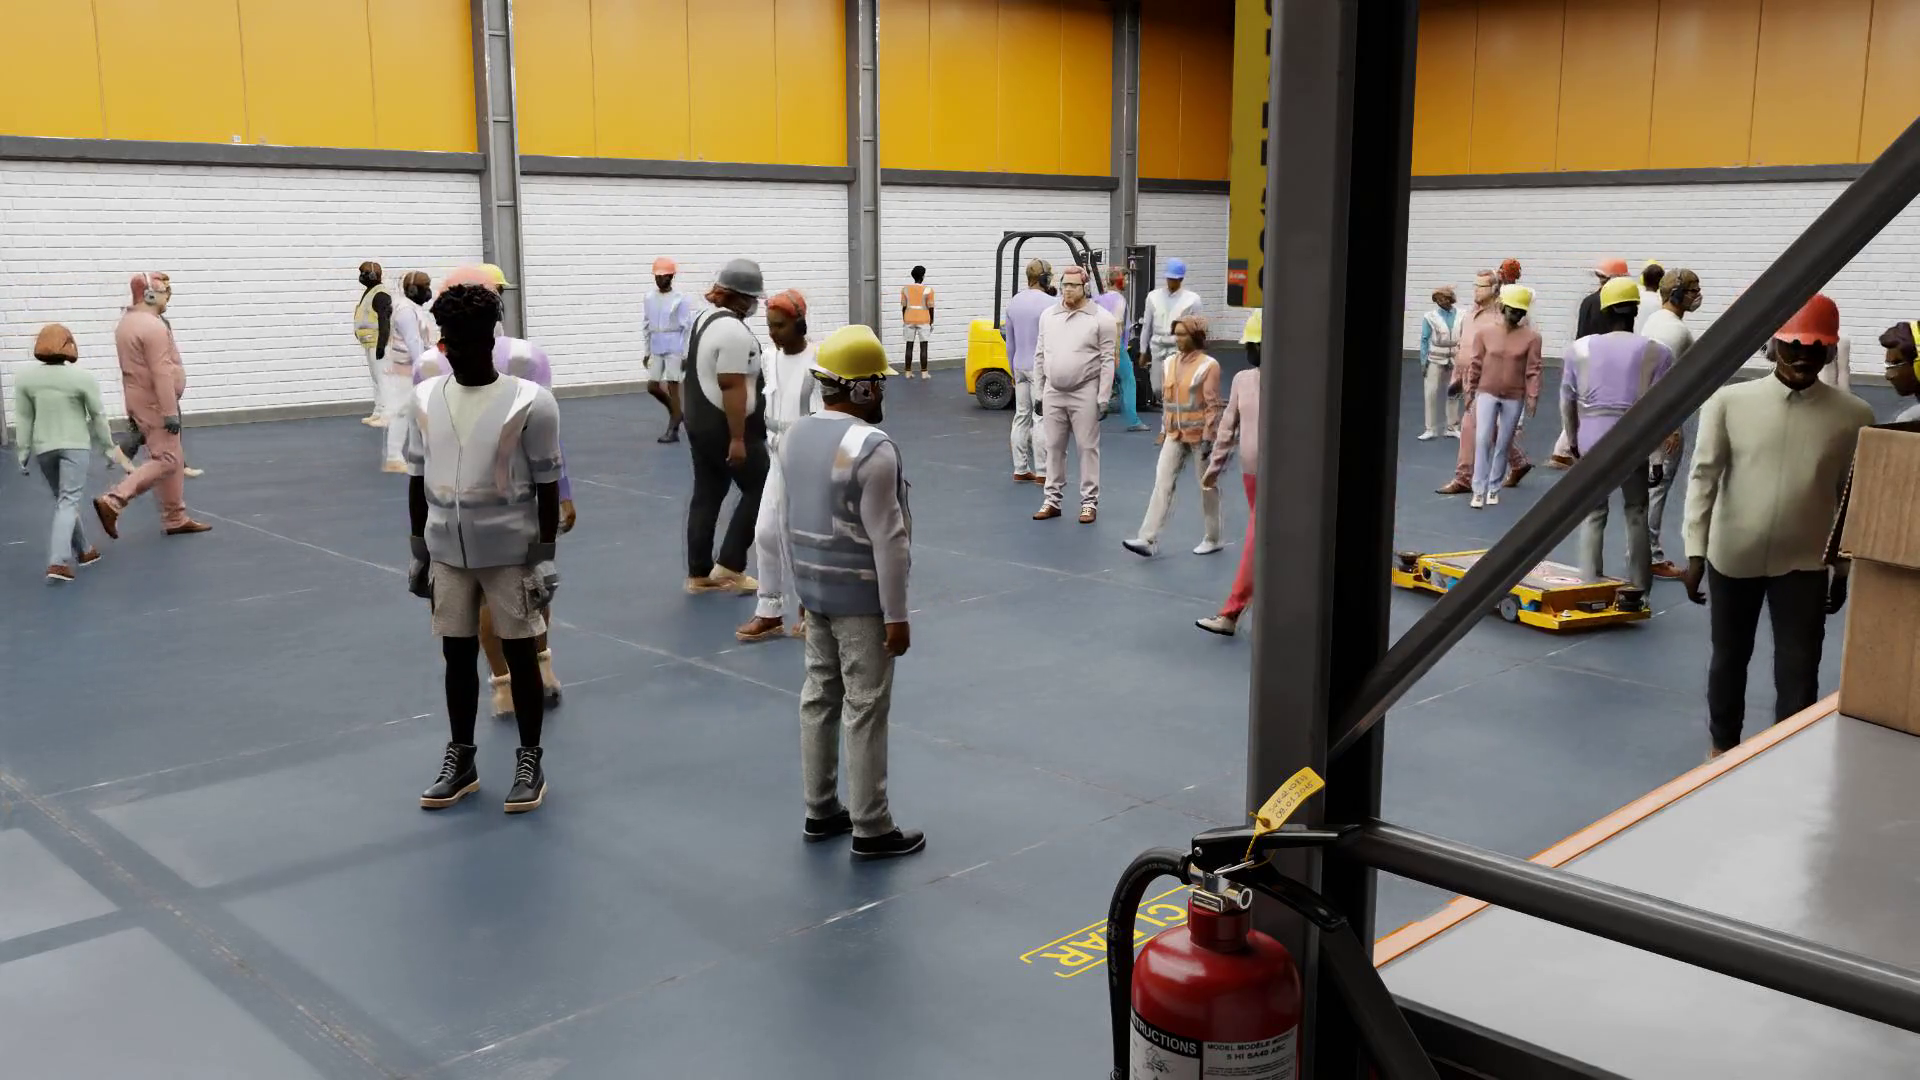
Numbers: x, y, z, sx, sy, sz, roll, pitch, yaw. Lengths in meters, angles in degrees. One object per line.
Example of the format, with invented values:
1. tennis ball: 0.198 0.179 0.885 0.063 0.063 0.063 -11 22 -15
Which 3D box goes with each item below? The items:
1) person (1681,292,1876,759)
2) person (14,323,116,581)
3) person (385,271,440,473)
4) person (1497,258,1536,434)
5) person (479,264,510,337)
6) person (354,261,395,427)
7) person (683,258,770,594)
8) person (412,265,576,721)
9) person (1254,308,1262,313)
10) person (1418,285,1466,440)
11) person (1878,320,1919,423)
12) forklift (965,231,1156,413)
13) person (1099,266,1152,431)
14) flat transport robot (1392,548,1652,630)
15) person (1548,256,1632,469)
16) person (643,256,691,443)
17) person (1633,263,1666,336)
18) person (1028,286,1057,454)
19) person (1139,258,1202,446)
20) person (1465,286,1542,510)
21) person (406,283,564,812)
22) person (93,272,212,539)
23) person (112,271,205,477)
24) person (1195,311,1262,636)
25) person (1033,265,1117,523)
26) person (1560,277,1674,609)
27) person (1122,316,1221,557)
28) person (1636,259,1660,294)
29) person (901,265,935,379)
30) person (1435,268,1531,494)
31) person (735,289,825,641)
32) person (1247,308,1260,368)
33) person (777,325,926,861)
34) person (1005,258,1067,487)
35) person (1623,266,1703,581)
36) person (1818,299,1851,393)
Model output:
1. person: 2.977 0.061 6.123 0.623 1.948 1.004 4 11 20
2. person: -5.618 -0.560 10.436 0.521 1.586 0.876 -1 10 -4
3. person: -4.789 -1.500 14.980 0.926 1.803 0.643 0 10 0
4. person: 5.881 -2.073 17.881 0.572 1.883 0.355 -1 10 -3
5. person: -3.993 -1.405 14.242 0.714 1.908 0.621 -4 11 -20
6. person: -6.557 -2.193 18.647 0.430 1.845 0.619 -6 12 -31
7. person: -1.357 -0.667 9.779 0.566 2.000 0.783 -5 12 -27
8. person: -2.049 -0.210 7.408 0.701 1.993 0.606 -1 10 -3
9. person: 3.611 -2.189 18.977 0.509 1.720 0.921 5 12 27
10. person: 5.071 -1.842 17.352 0.579 1.612 0.387 0 10 -1
11. person: 3.565 0.097 6.177 0.577 1.836 0.380 -7 13 -34
12. forklift: 1.222 -2.721 20.561 2.313 2.155 1.214 2 11 13
13. person: 1.620 -2.058 18.032 0.903 1.806 0.581 -3 11 -16
14. flat transport robot: 3.197 0.255 9.583 0.652 0.197 1.431 -4 11 -23
15. person: 5.868 -1.607 15.183 1.026 1.941 0.642 -1 10 -7
16. person: -3.006 -1.962 17.165 0.570 1.923 0.519 5 11 24
17. person: 6.788 -1.807 16.506 0.562 1.850 0.421 6 12 31
18. person: 0.788 -1.612 15.943 0.563 1.663 0.661 8 13 38
19. person: 2.195 -1.952 17.162 0.640 1.909 0.820 5 11 25
20. person: 4.216 -1.091 12.912 0.547 1.725 0.789 3 11 16
21. person: -1.769 0.039 6.159 0.600 1.958 0.379 2 11 9
22. person: -5.703 -0.929 11.640 0.712 1.884 0.649 -8 13 -38
23. person: -7.030 -1.416 14.466 0.637 1.831 0.509 -4 11 -23
24. person: 1.570 -0.346 8.896 0.896 1.728 0.542 -6 12 -29
25. person: 0.830 -1.081 12.398 0.640 1.911 0.410 5 12 26
26. person: 3.692 -0.525 9.427 0.599 1.902 0.643 5 12 27
27. person: 1.454 -0.663 10.944 0.831 1.591 0.541 -9 14 -41
28. person: 8.931 -2.725 21.607 0.592 1.825 0.403 2 11 13
29. person: -0.623 -3.227 24.700 0.530 1.689 0.321 3 11 15
30. person: 4.418 -1.323 13.848 0.916 1.873 0.642 -2 11 -13
31. person: -0.879 -0.364 8.640 0.616 1.850 0.720 8 13 39
32. person: 3.737 -2.399 20.169 0.495 1.693 0.886 3 11 15
33. person: -0.365 0.182 5.717 0.404 1.832 0.600 -9 14 -41
34. person: 0.646 -1.420 14.165 0.374 1.941 0.627 -8 13 -39
35. person: 4.393 -0.730 10.402 0.374 1.939 0.629 2 11 12
36. person: 7.087 -1.199 13.818 0.548 1.617 0.508 -7 12 -33
